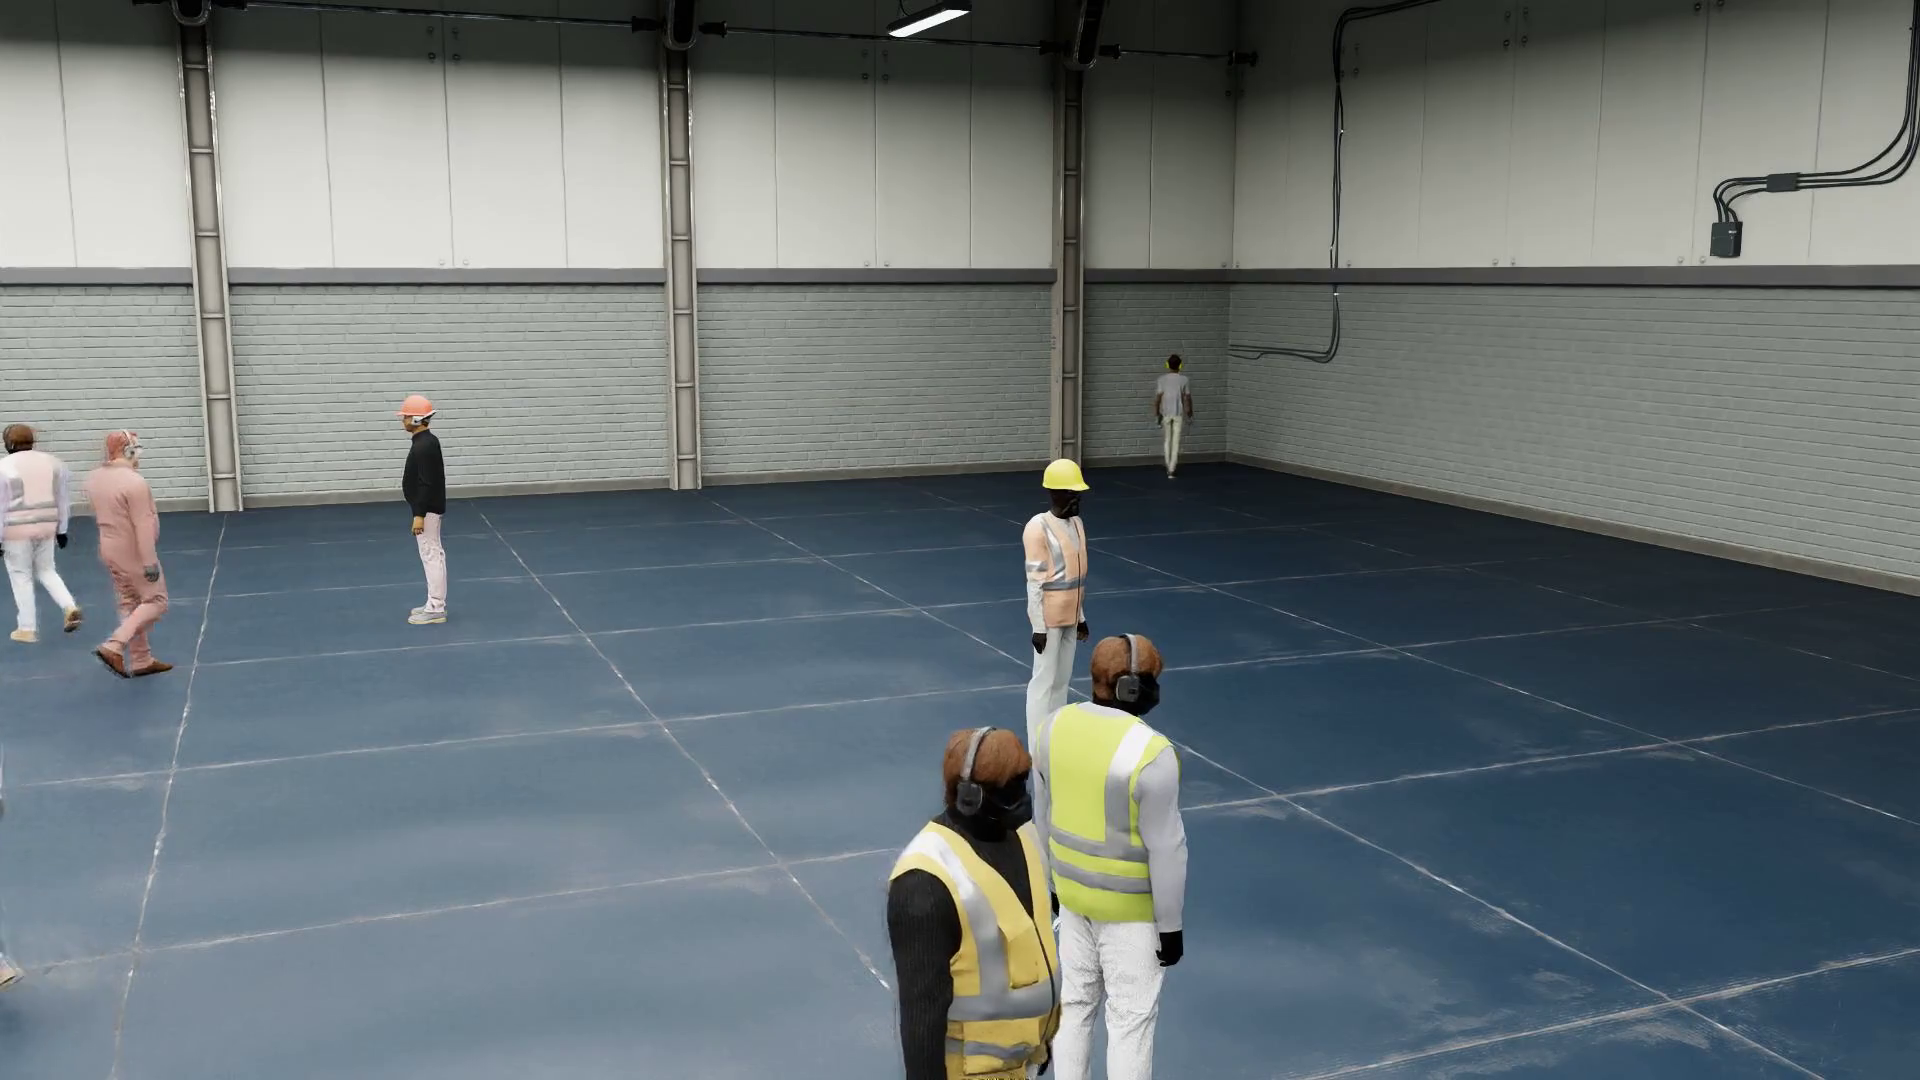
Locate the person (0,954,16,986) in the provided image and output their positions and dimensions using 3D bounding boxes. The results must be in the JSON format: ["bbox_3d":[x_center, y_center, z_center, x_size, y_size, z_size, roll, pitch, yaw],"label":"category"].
[{"bbox_3d":[-4.158,1.058,6.636,0.410,1.866,0.574,0,9,0],"label":"person"}]

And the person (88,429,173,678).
[{"bbox_3d":[-6.220,0.115,12.431,0.669,1.892,0.548,7,11,36],"label":"person"}]

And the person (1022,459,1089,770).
[{"bbox_3d":[0.608,0.463,10.162,0.370,1.929,0.585,6,11,32],"label":"person"}]

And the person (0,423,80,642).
[{"bbox_3d":[-7.659,-0.053,13.737,0.546,1.830,0.640,4,10,26],"label":"person"}]

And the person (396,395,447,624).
[{"bbox_3d":[-4.683,-0.267,14.530,0.378,1.996,0.611,-2,9,-10],"label":"person"}]

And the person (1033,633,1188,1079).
[{"bbox_3d":[0.534,1.223,5.674,0.429,1.837,0.633,-8,12,-39],"label":"person"}]

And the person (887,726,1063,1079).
[{"bbox_3d":[0.065,1.405,4.546,0.429,1.839,0.646,5,10,28],"label":"person"}]

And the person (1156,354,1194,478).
[{"bbox_3d":[3.269,-1.876,25.137,0.523,1.838,0.871,4,10,22],"label":"person"}]
